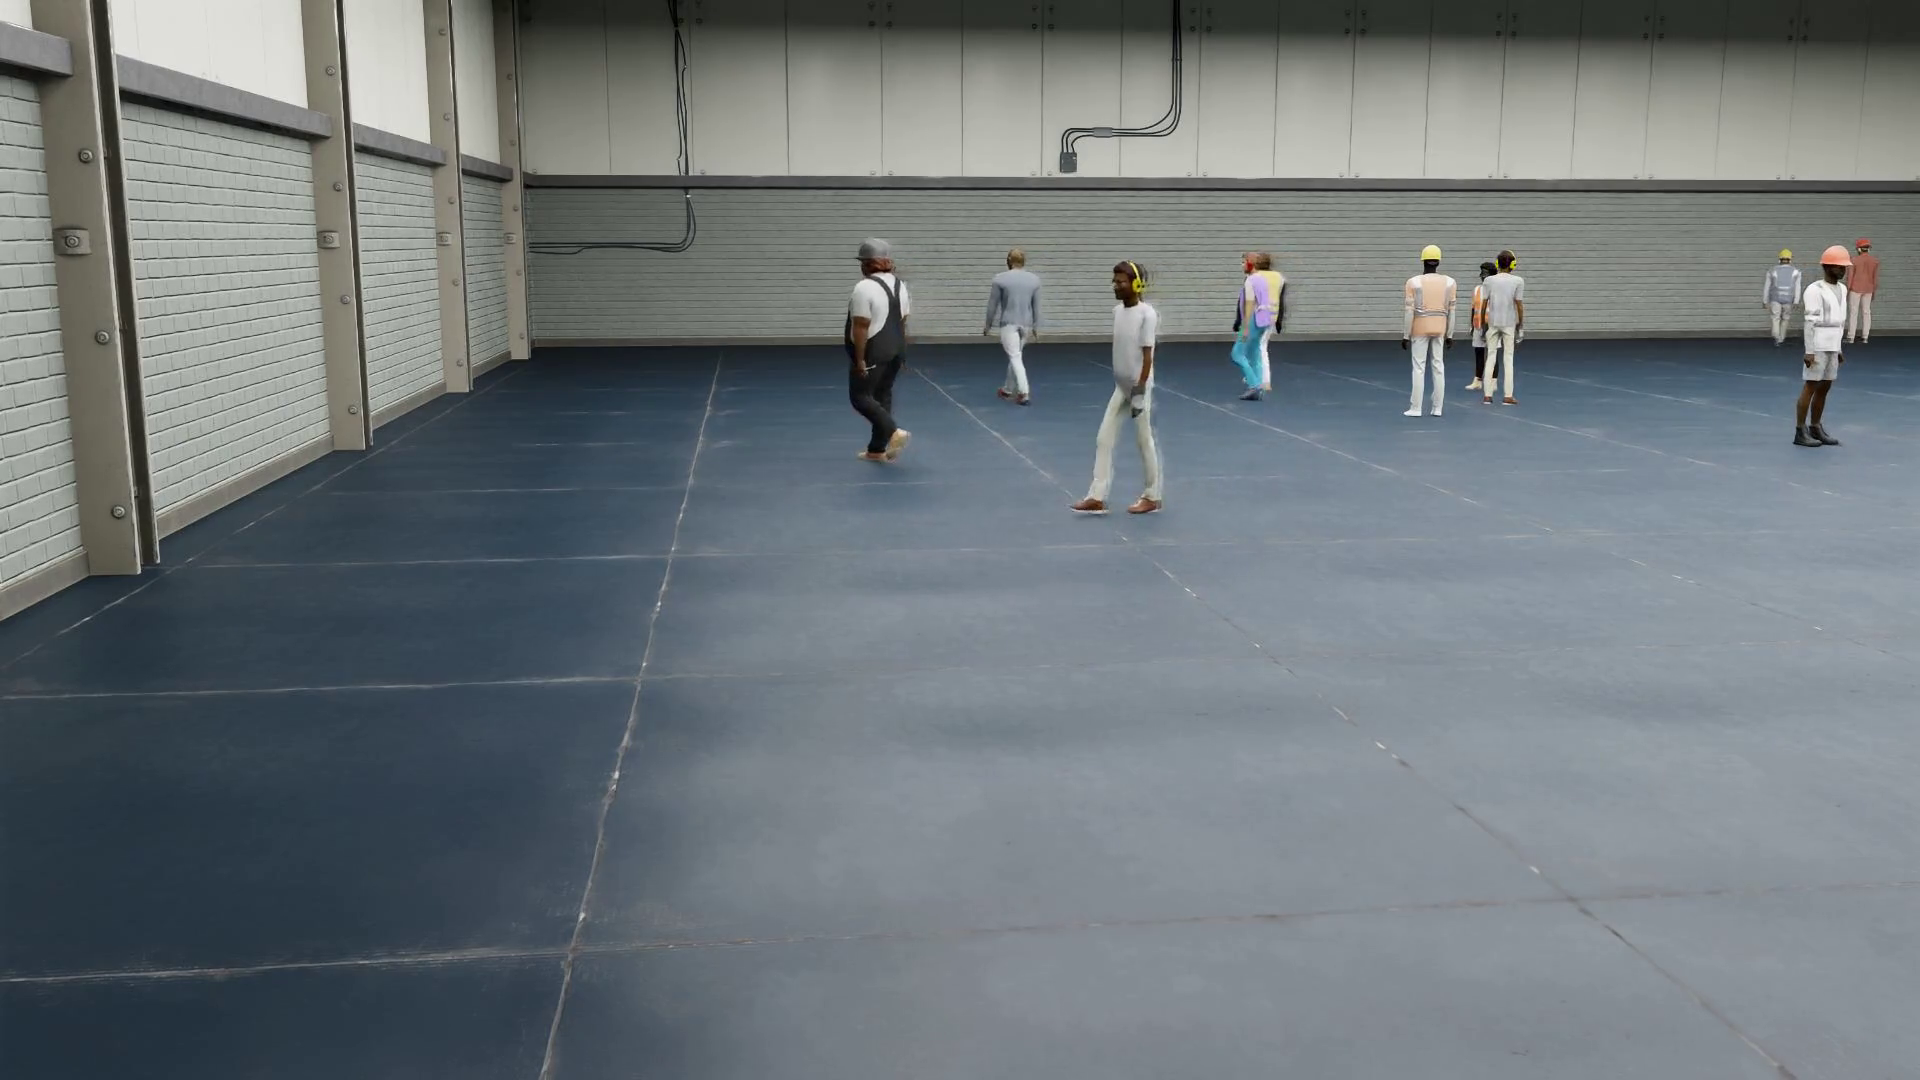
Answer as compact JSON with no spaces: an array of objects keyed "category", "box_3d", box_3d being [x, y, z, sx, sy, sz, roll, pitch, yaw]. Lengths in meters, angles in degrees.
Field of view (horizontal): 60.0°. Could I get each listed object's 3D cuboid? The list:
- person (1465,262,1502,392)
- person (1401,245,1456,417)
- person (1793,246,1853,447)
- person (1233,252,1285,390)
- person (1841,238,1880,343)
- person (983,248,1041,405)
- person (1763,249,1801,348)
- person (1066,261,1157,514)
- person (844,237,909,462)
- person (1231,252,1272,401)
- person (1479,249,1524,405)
[{"category":"person","box_3d":[6.894,-2.785,21.777,0.317,1.697,0.540,-6,12,-31]},{"category":"person","box_3d":[5.254,-2.337,18.691,0.594,1.925,0.369,-1,10,-7]},{"category":"person","box_3d":[8.385,-1.867,16.092,0.551,1.934,0.373,-6,12,-31]},{"category":"person","box_3d":[3.934,-2.922,22.217,0.643,1.807,0.851,-6,12,-31]},{"category":"person","box_3d":[17.207,-4.757,31.783,0.610,1.993,0.380,0,10,-1]},{"category":"person","box_3d":[0.680,-2.604,20.303,0.647,1.895,1.042,-5,12,-26]},{"category":"person","box_3d":[15.055,-4.422,30.475,0.599,1.806,0.842,4,11,20]},{"category":"person","box_3d":[1.131,-1.070,11.980,0.846,1.837,0.561,-6,12,-32]},{"category":"person","box_3d":[-0.720,-1.684,14.803,0.683,2.000,0.691,8,13,36]},{"category":"person","box_3d":[3.604,-2.625,20.525,0.456,1.830,0.602,6,12,29]},{"category":"person","box_3d":[6.562,-2.572,20.144,0.535,1.868,0.309,6,12,32]}]
